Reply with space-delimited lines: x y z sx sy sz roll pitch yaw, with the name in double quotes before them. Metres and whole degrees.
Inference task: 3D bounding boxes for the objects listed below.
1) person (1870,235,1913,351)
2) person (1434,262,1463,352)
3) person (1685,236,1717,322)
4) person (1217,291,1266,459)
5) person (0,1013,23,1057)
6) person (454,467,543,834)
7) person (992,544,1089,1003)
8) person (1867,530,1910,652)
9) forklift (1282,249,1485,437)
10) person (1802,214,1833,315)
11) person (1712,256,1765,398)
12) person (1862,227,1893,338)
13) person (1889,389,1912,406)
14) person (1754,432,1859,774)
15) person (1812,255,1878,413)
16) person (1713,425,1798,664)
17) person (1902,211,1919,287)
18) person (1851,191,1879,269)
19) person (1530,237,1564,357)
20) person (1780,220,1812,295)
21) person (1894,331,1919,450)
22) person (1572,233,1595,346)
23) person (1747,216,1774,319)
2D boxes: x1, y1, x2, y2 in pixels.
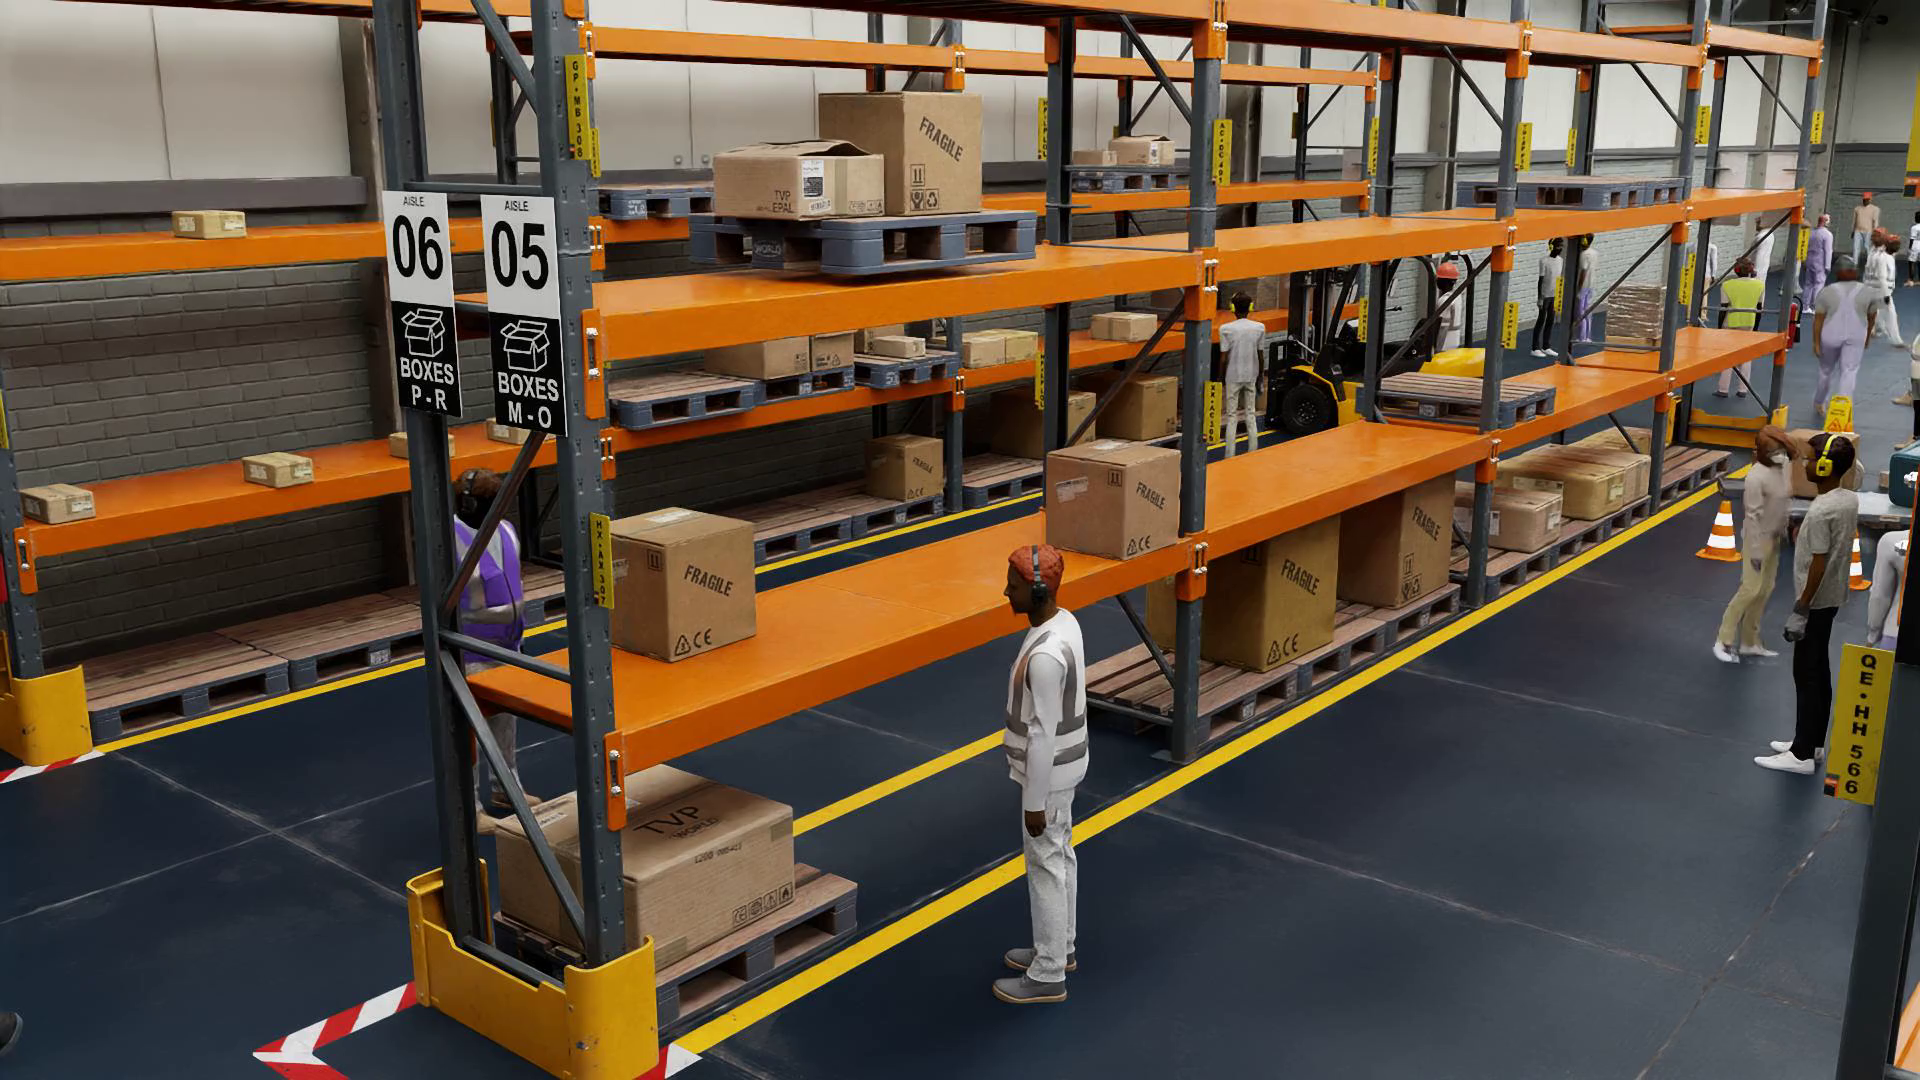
"person" 14.729 -3.943 26.572 0.575 1.835 1.006 -12 18 -40
"person" 5.689 -2.290 19.597 0.354 1.942 0.545 8 16 31
"person" 13.589 -4.879 30.520 0.563 1.755 0.322 11 18 39
"person" 2.845 -1.599 16.947 0.519 1.865 0.328 -2 14 -9
"person" -3.881 1.185 5.767 0.592 1.781 0.924 7 15 26
"person" -2.379 0.538 8.310 0.430 1.833 0.632 6 15 22
"person" 0.330 0.927 6.635 0.359 1.880 0.575 2 14 9
"person" 4.953 0.509 8.561 0.527 1.768 0.331 10 17 35
"forklift" 4.886 -2.214 18.767 2.313 2.155 1.214 11 18 38
"person" 16.404 -5.255 31.772 0.401 1.900 0.647 -3 14 -10
"person" 10.194 -2.779 21.779 0.566 1.849 0.389 0 14 0
"person" 15.396 -4.315 27.986 0.404 1.867 0.592 0 14 -1
"person" 12.335 -2.454 20.898 0.900 1.643 0.543 5 15 19
"person" 4.620 0.345 9.018 0.328 1.872 0.515 12 18 41
"person" 10.685 -2.478 20.159 0.694 2.000 1.069 6 15 21
"person" 5.244 0.026 10.895 0.588 1.603 0.356 -12 18 -41
"person" 21.583 -6.559 37.503 0.536 1.693 0.320 -5 15 -21
"person" 22.987 -7.865 42.245 0.823 1.972 0.622 -13 19 -42
"person" 9.147 -3.770 25.803 0.510 1.861 0.327 -8 16 -31
"person" 17.766 -5.972 35.293 0.863 1.596 0.538 -5 15 -20
"person" 10.417 -1.761 17.941 0.317 1.700 0.538 2 14 7
"person" 10.198 -4.100 27.175 0.305 1.853 0.632 10 17 36
"person" 14.914 -5.096 31.093 0.409 1.907 0.651 10 17 35
